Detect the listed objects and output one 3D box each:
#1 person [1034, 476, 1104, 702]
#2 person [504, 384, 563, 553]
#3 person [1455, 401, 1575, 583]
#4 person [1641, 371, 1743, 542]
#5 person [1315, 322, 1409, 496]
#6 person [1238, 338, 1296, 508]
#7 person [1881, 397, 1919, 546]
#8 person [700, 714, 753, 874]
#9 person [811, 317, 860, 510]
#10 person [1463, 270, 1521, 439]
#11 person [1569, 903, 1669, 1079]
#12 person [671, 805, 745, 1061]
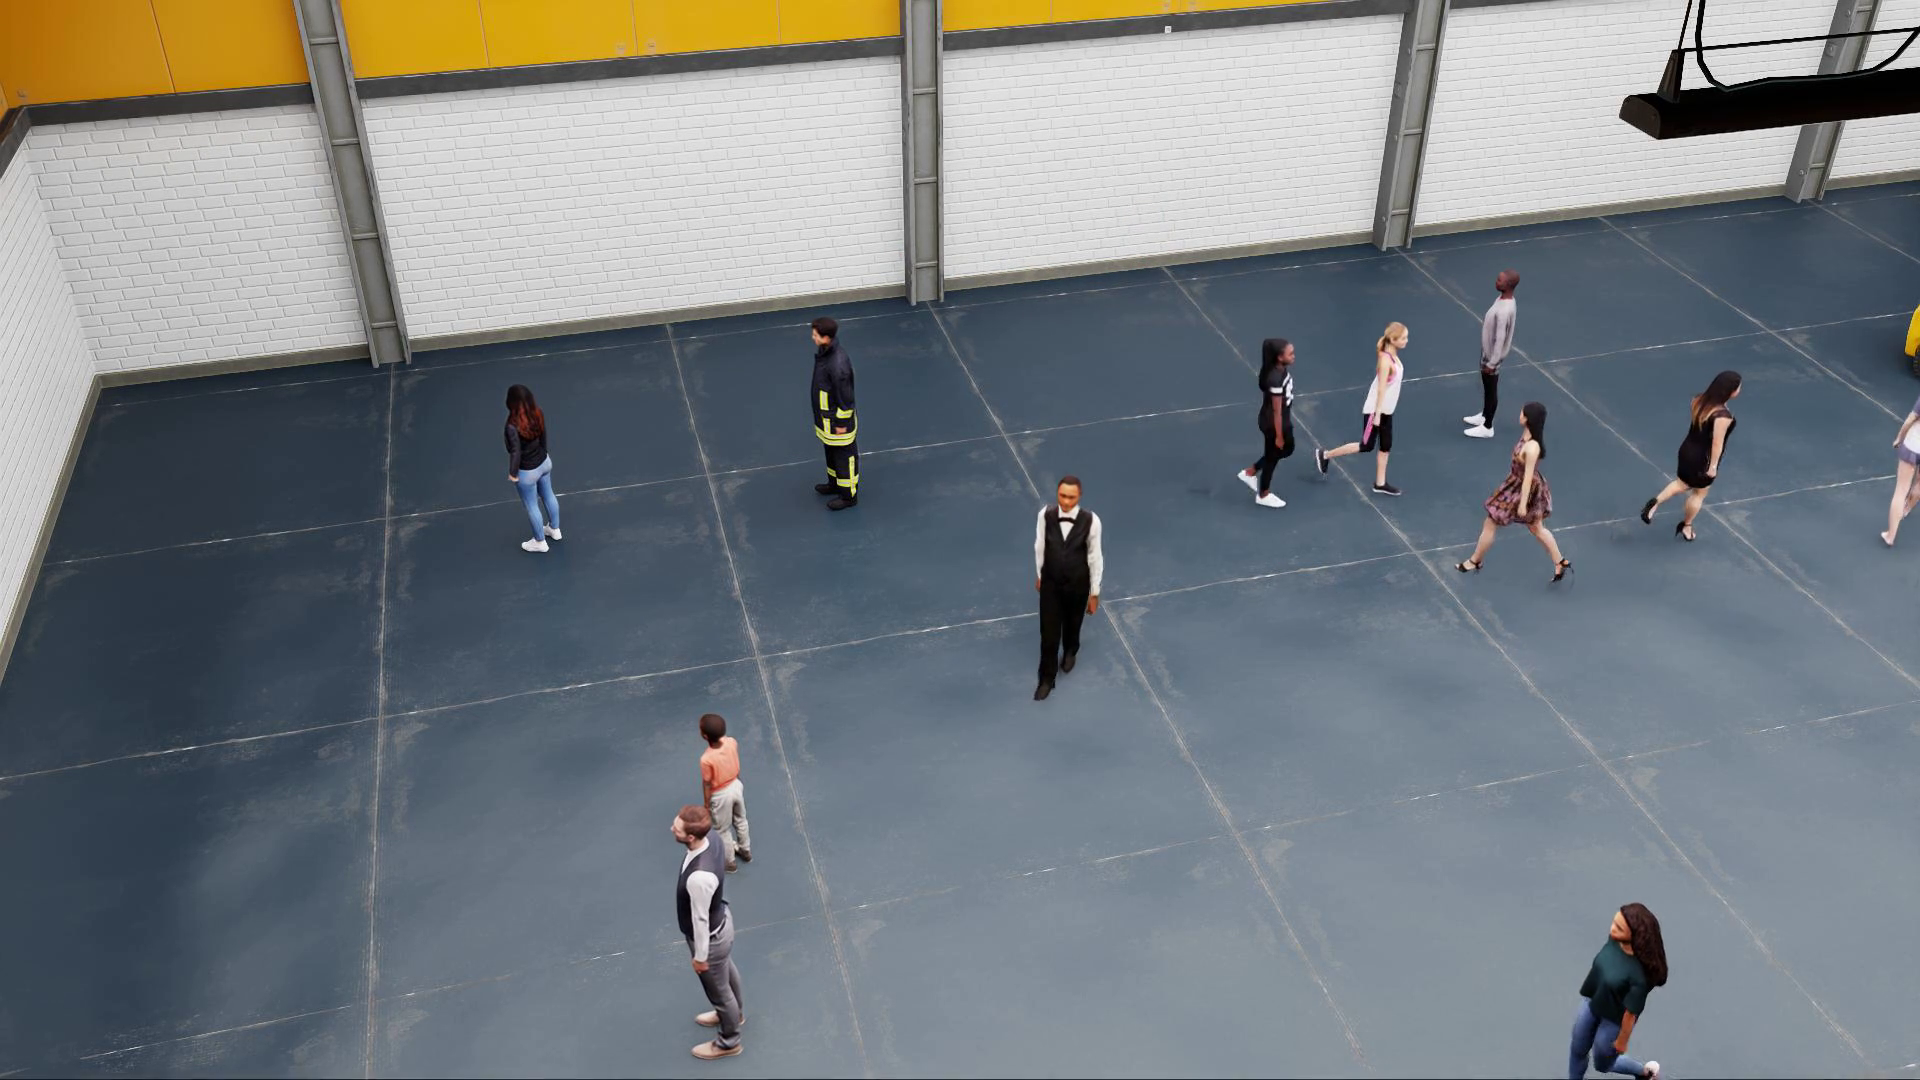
[{"bbox_3d":[0.867,0.264,13.113,1.145,1.885,1.105,8,34,12],"label":"person"},{"bbox_3d":[-3.793,-0.654,14.720,0.764,1.634,0.721,14,36,21],"label":"person"},{"bbox_3d":[4.877,-0.353,14.177,1.278,1.735,1.049,9,35,13],"label":"person"},{"bbox_3d":[6.483,-0.715,14.752,0.872,1.700,0.710,-4,34,-6],"label":"person"},{"bbox_3d":[3.789,-1.226,15.466,1.149,1.762,1.027,14,36,20],"label":"person"},{"bbox_3d":[2.808,-1.067,15.266,0.860,1.717,0.788,9,35,14],"label":"person"},{"bbox_3d":[8.542,-0.733,14.750,1.041,1.733,1.026,11,35,17],"label":"person"},{"bbox_3d":[-1.609,1.734,11.424,0.606,1.306,0.529,27,42,35],"label":"person"},{"bbox_3d":[-1.137,-1.184,15.258,0.707,1.922,0.822,-13,36,-19],"label":"person"},{"bbox_3d":[5.277,-1.842,16.383,0.687,1.771,0.693,8,34,12],"label":"person"},{"bbox_3d":[3.841,2.742,9.642,0.927,1.599,0.660,-3,34,-5],"label":"person"},{"bbox_3d":[-1.490,2.333,9.956,0.600,1.934,0.667,-4,34,-6],"label":"person"}]
